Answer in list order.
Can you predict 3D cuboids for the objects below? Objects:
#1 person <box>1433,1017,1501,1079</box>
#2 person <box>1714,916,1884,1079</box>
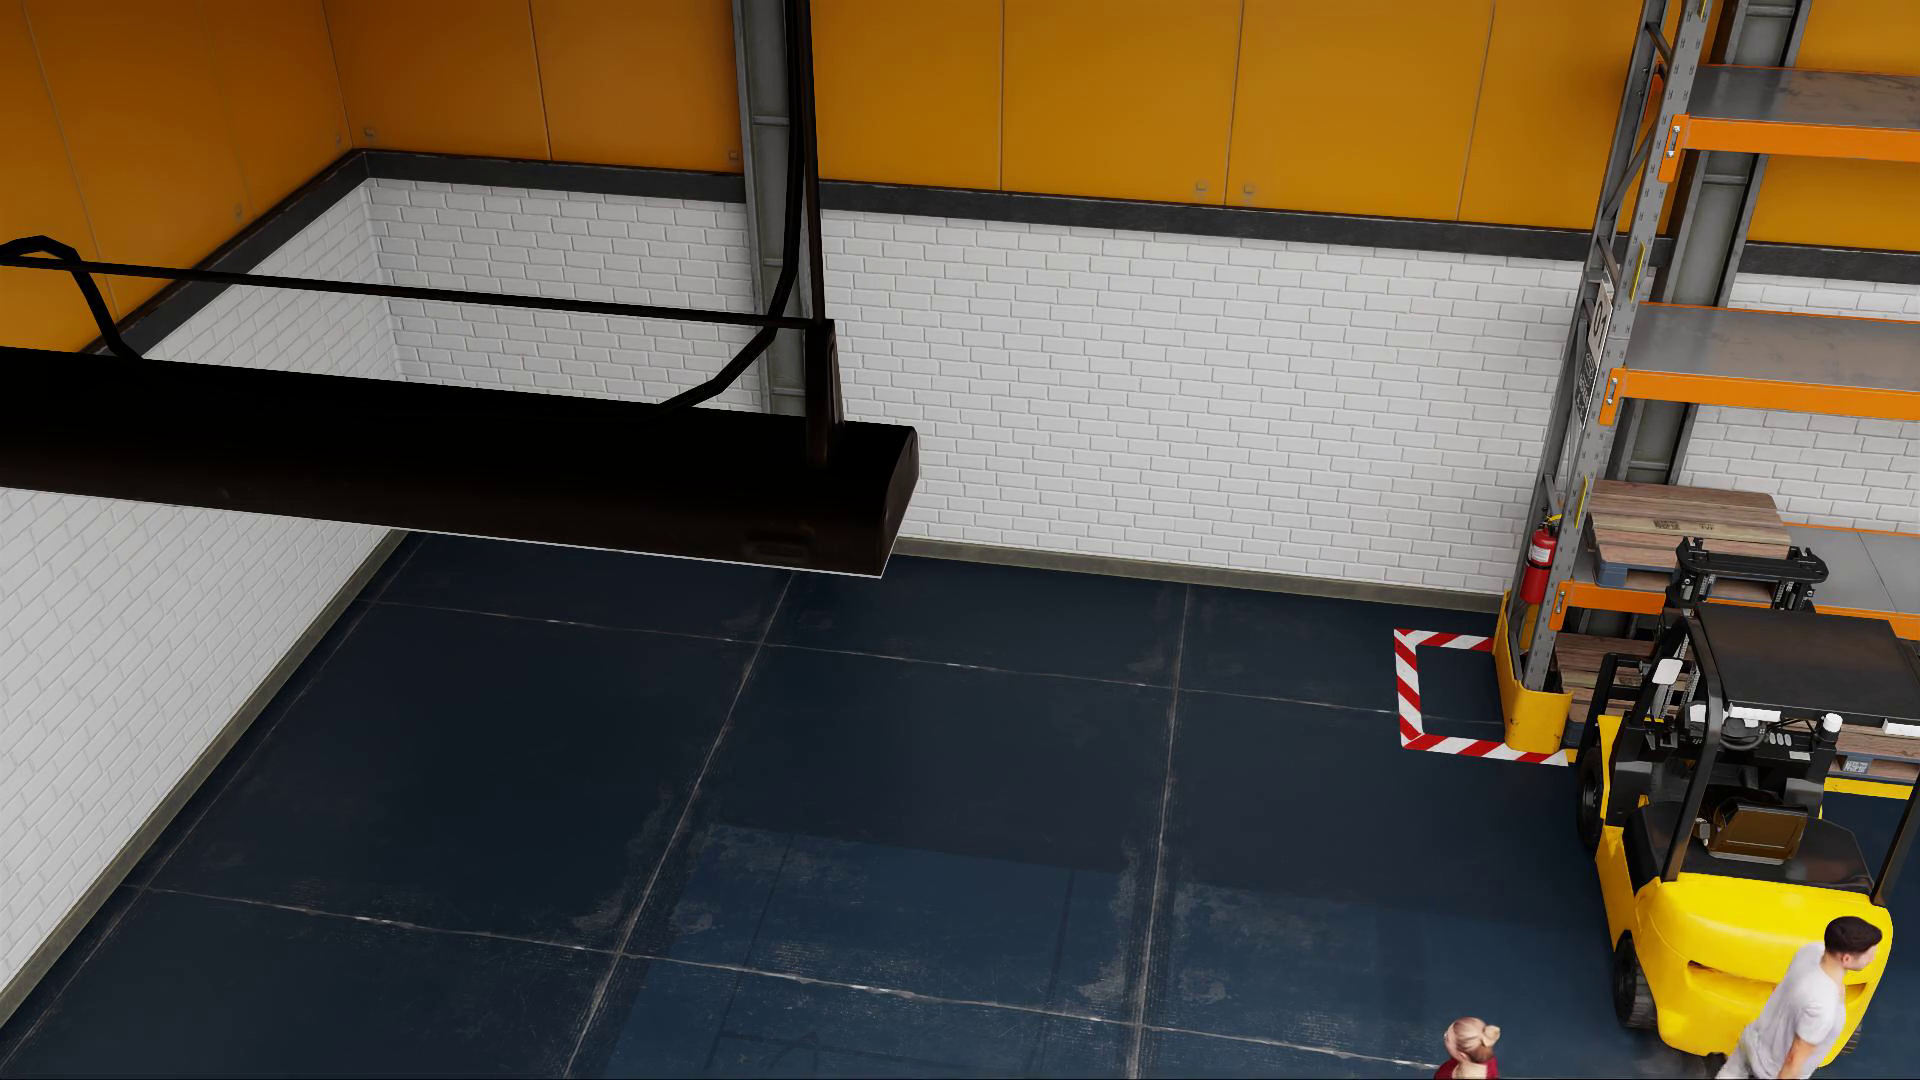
[{"bbox_3d":[2.201,2.746,7.504,0.604,1.703,0.677,15,36,21],"label":"person"},{"bbox_3d":[3.771,2.448,7.879,1.264,1.784,0.815,10,35,15],"label":"person"}]
